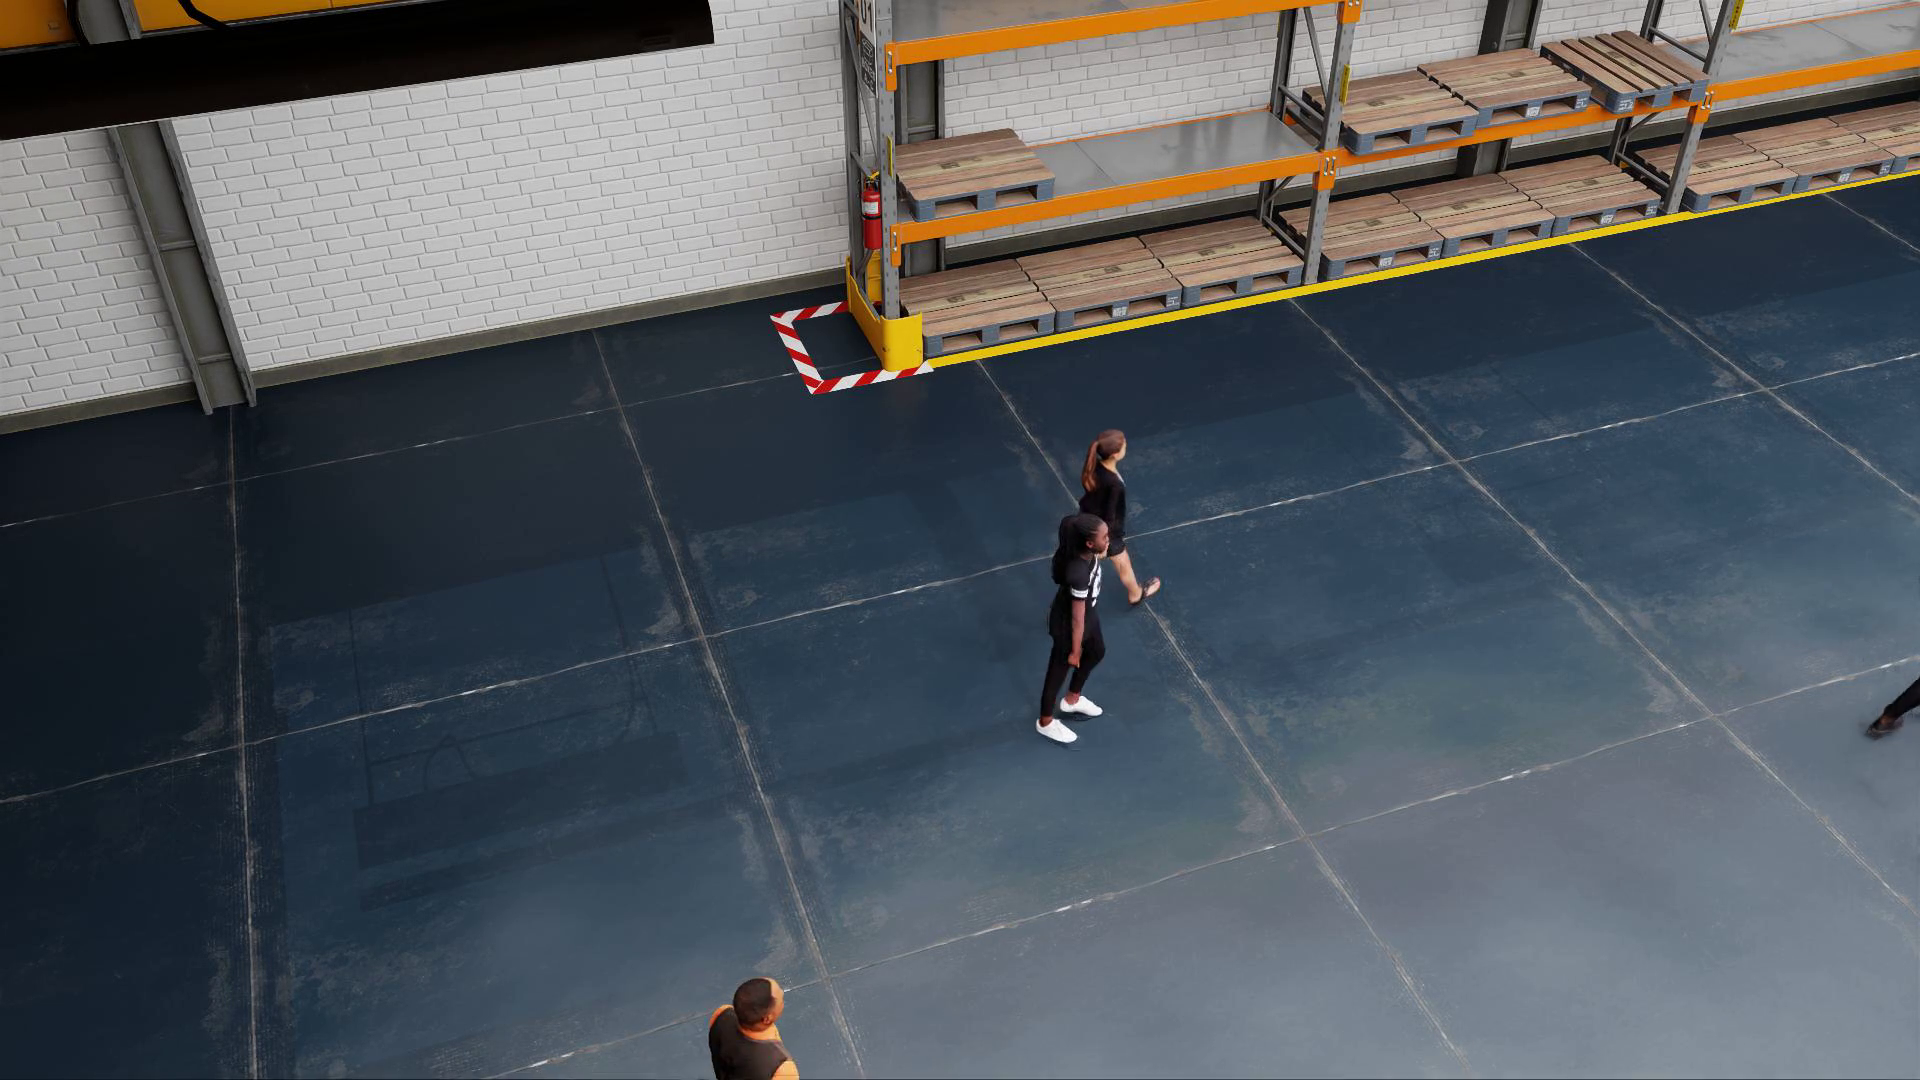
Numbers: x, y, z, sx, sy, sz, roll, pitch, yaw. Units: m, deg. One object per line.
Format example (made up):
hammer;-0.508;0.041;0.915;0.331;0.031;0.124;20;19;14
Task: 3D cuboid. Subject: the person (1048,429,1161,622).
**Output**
person;0.854;-0.051;11.095;1.086;1.511;0.649;-20;43;-23

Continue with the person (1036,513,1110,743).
person;0.667;0.524;10.207;0.778;1.721;0.741;8;39;10

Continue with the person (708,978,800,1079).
person;-0.965;2.652;7.433;1.098;1.858;1.335;28;46;31
